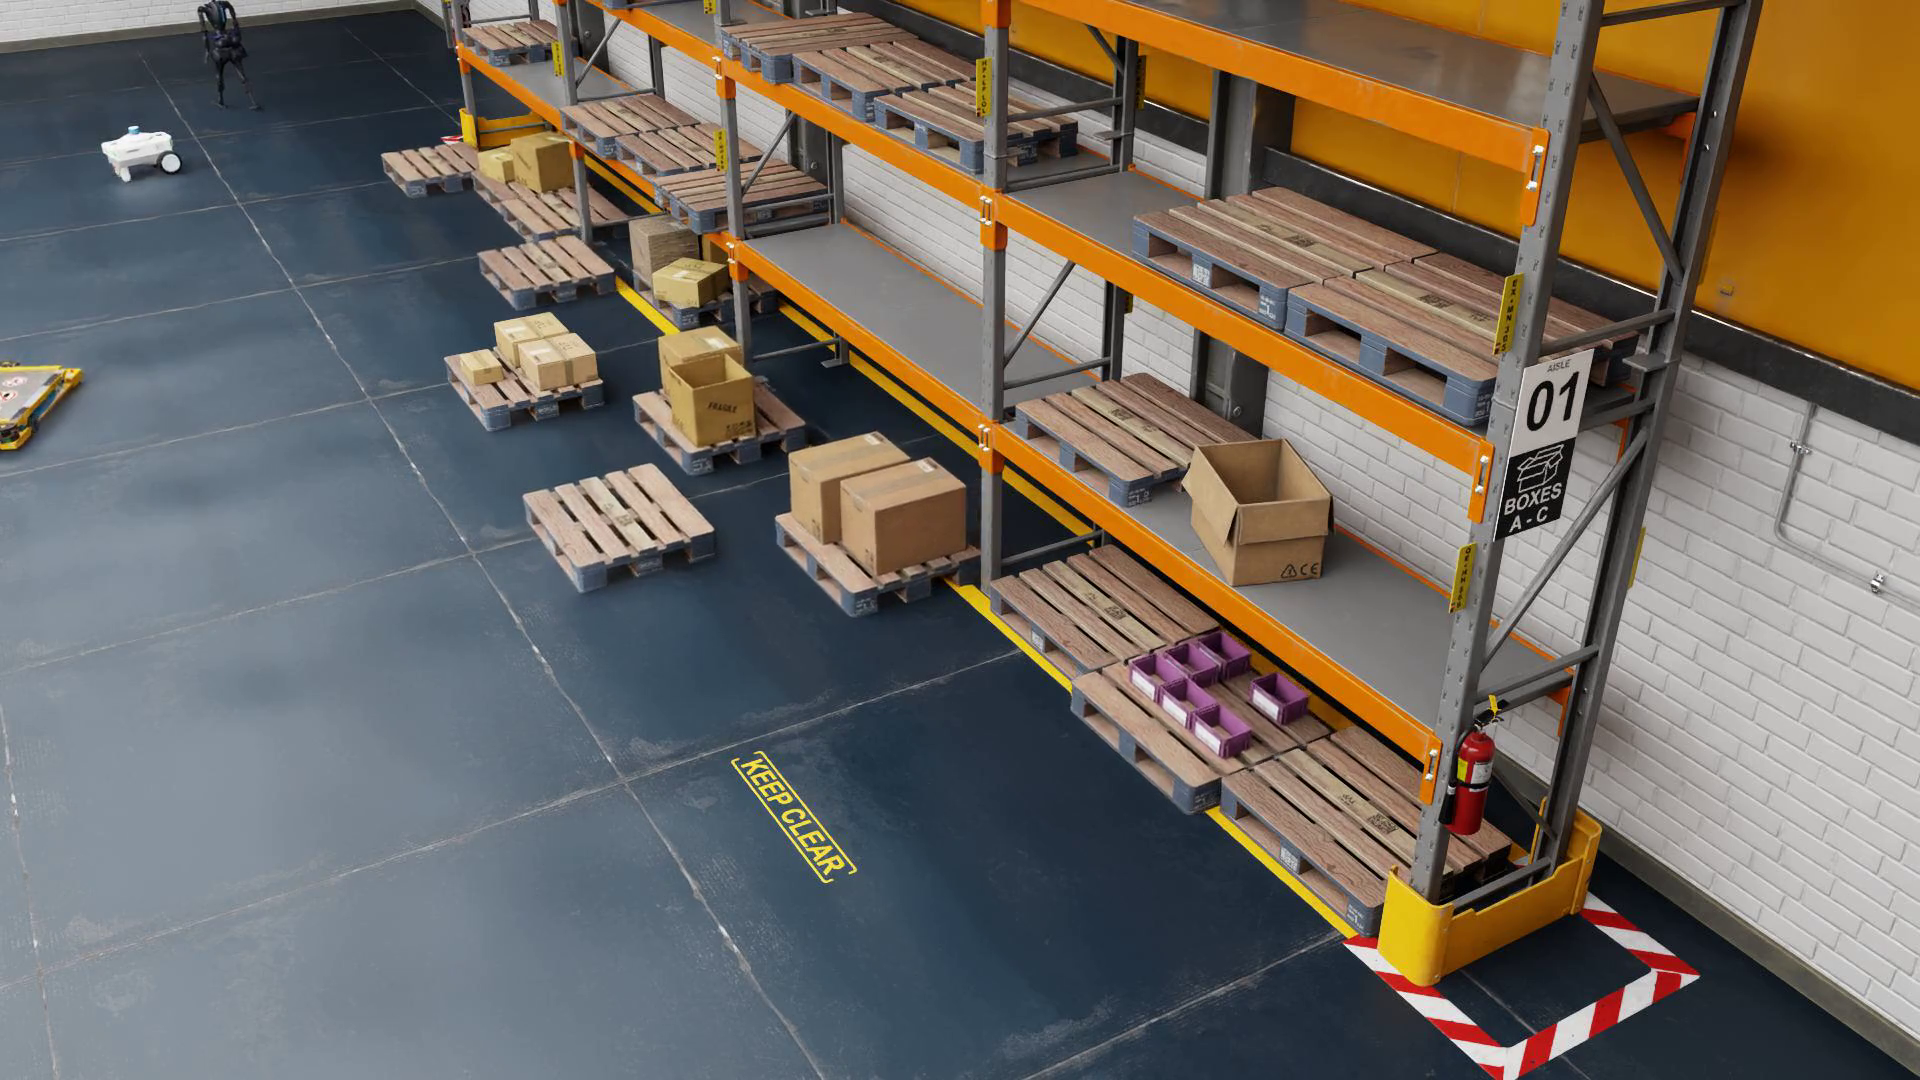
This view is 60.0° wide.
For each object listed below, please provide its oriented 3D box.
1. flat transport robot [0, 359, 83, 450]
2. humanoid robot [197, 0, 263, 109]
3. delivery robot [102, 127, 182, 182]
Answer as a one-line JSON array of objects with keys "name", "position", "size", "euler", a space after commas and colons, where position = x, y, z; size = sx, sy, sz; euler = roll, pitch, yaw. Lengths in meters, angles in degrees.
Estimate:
[{"name": "flat transport robot", "position": [-7.777, -1.106, 13.585], "size": [0.659, 0.231, 1.431], "euler": [-3, 30, -5]}, {"name": "humanoid robot", "position": [-9.519, -6.389, 21.530], "size": [0.768, 1.629, 0.615], "euler": [16, 33, 26]}, {"name": "delivery robot", "position": [-9.483, -4.489, 19.277], "size": [0.525, 0.604, 0.776], "euler": [25, 38, 37]}]
